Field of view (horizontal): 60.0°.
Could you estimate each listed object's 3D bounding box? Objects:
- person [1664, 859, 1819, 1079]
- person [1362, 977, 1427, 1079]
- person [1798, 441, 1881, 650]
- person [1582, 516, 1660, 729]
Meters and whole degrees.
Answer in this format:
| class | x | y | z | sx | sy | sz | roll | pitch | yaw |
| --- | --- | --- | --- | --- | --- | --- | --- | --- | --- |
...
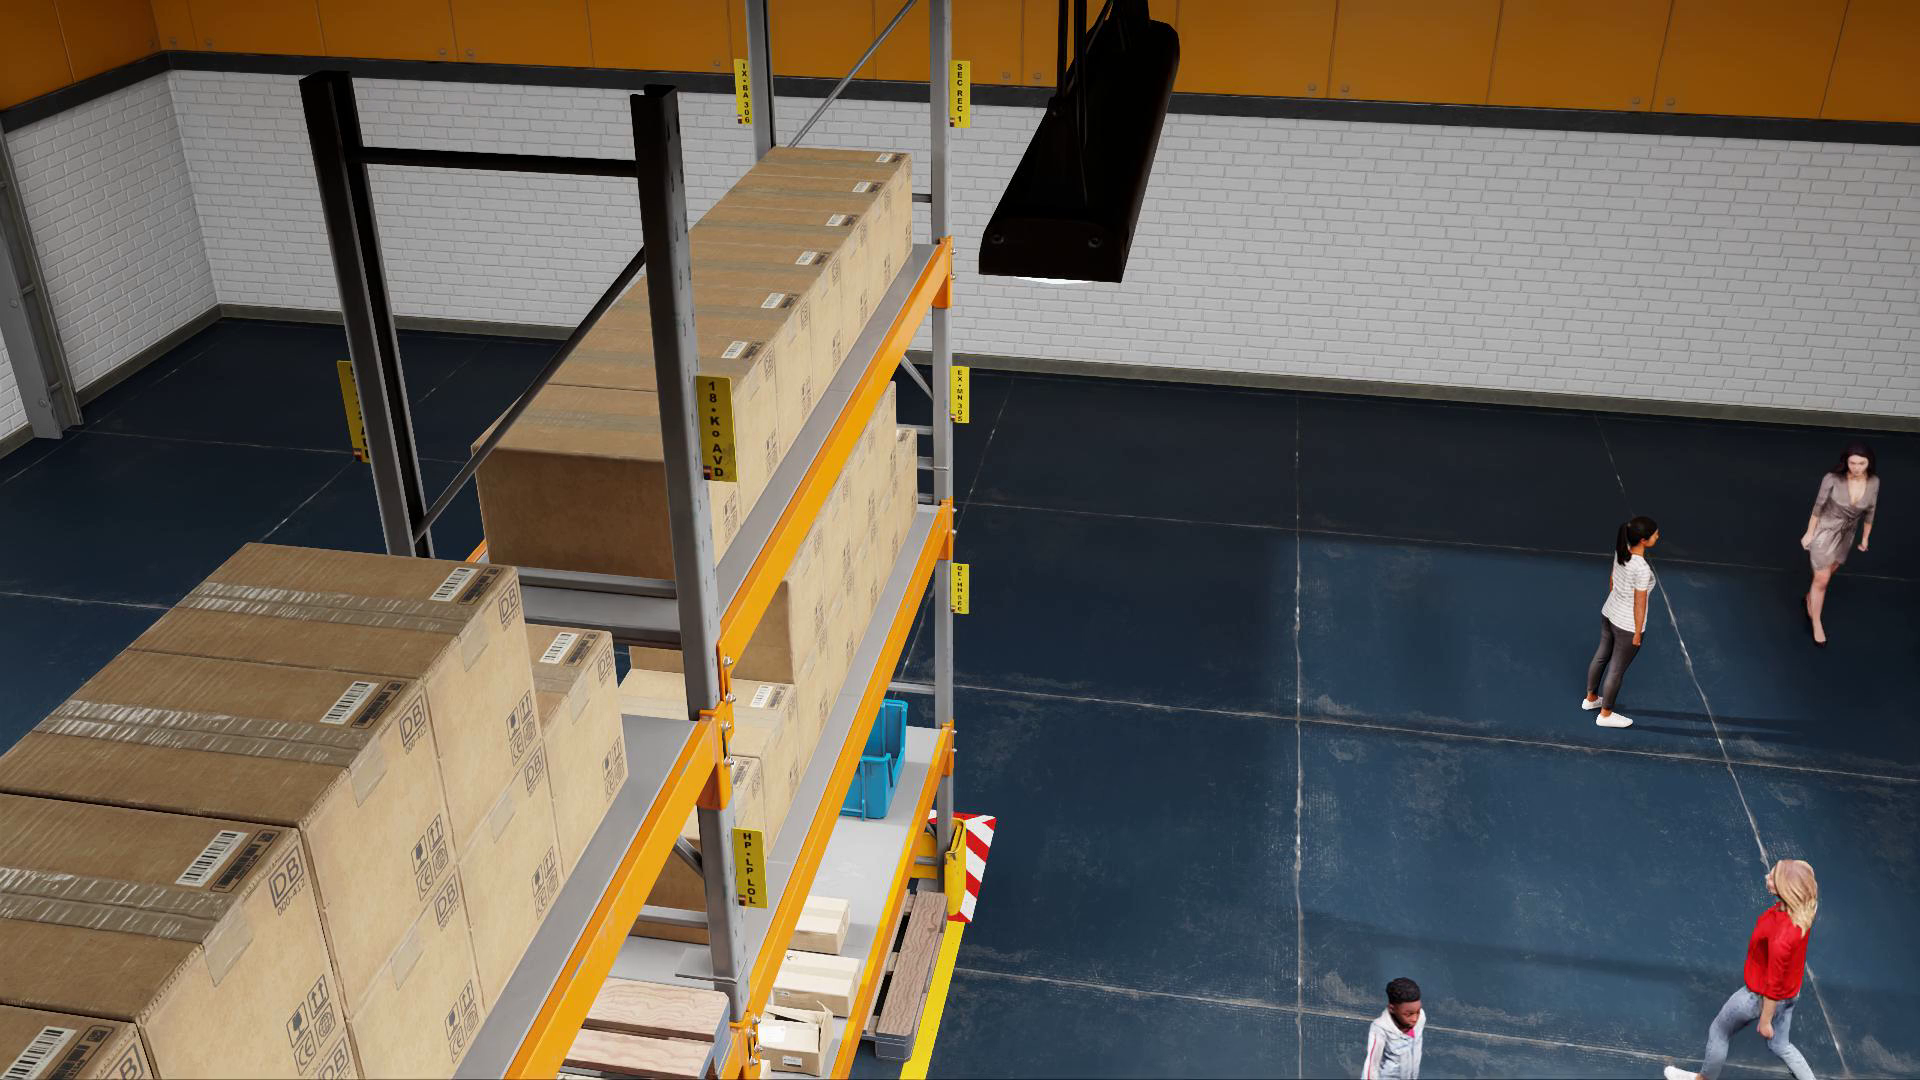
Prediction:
| class | x | y | z | sx | sy | sz | roll | pitch | yaw |
| --- | --- | --- | --- | --- | --- | --- | --- | --- | --- |
| person | 4.246 | 2.378 | 8.563 | 1.043 | 1.677 | 1.113 | 23 | 36 | 36 |
| person | 2.181 | 2.700 | 8.409 | 0.558 | 1.258 | 0.608 | -13 | 31 | -22 |
| person | 6.757 | -0.029 | 12.951 | 0.739 | 1.699 | 0.912 | -2 | 29 | -4 |
| person | 4.745 | 0.568 | 11.911 | 0.686 | 1.647 | 0.558 | -3 | 29 | -6 |
